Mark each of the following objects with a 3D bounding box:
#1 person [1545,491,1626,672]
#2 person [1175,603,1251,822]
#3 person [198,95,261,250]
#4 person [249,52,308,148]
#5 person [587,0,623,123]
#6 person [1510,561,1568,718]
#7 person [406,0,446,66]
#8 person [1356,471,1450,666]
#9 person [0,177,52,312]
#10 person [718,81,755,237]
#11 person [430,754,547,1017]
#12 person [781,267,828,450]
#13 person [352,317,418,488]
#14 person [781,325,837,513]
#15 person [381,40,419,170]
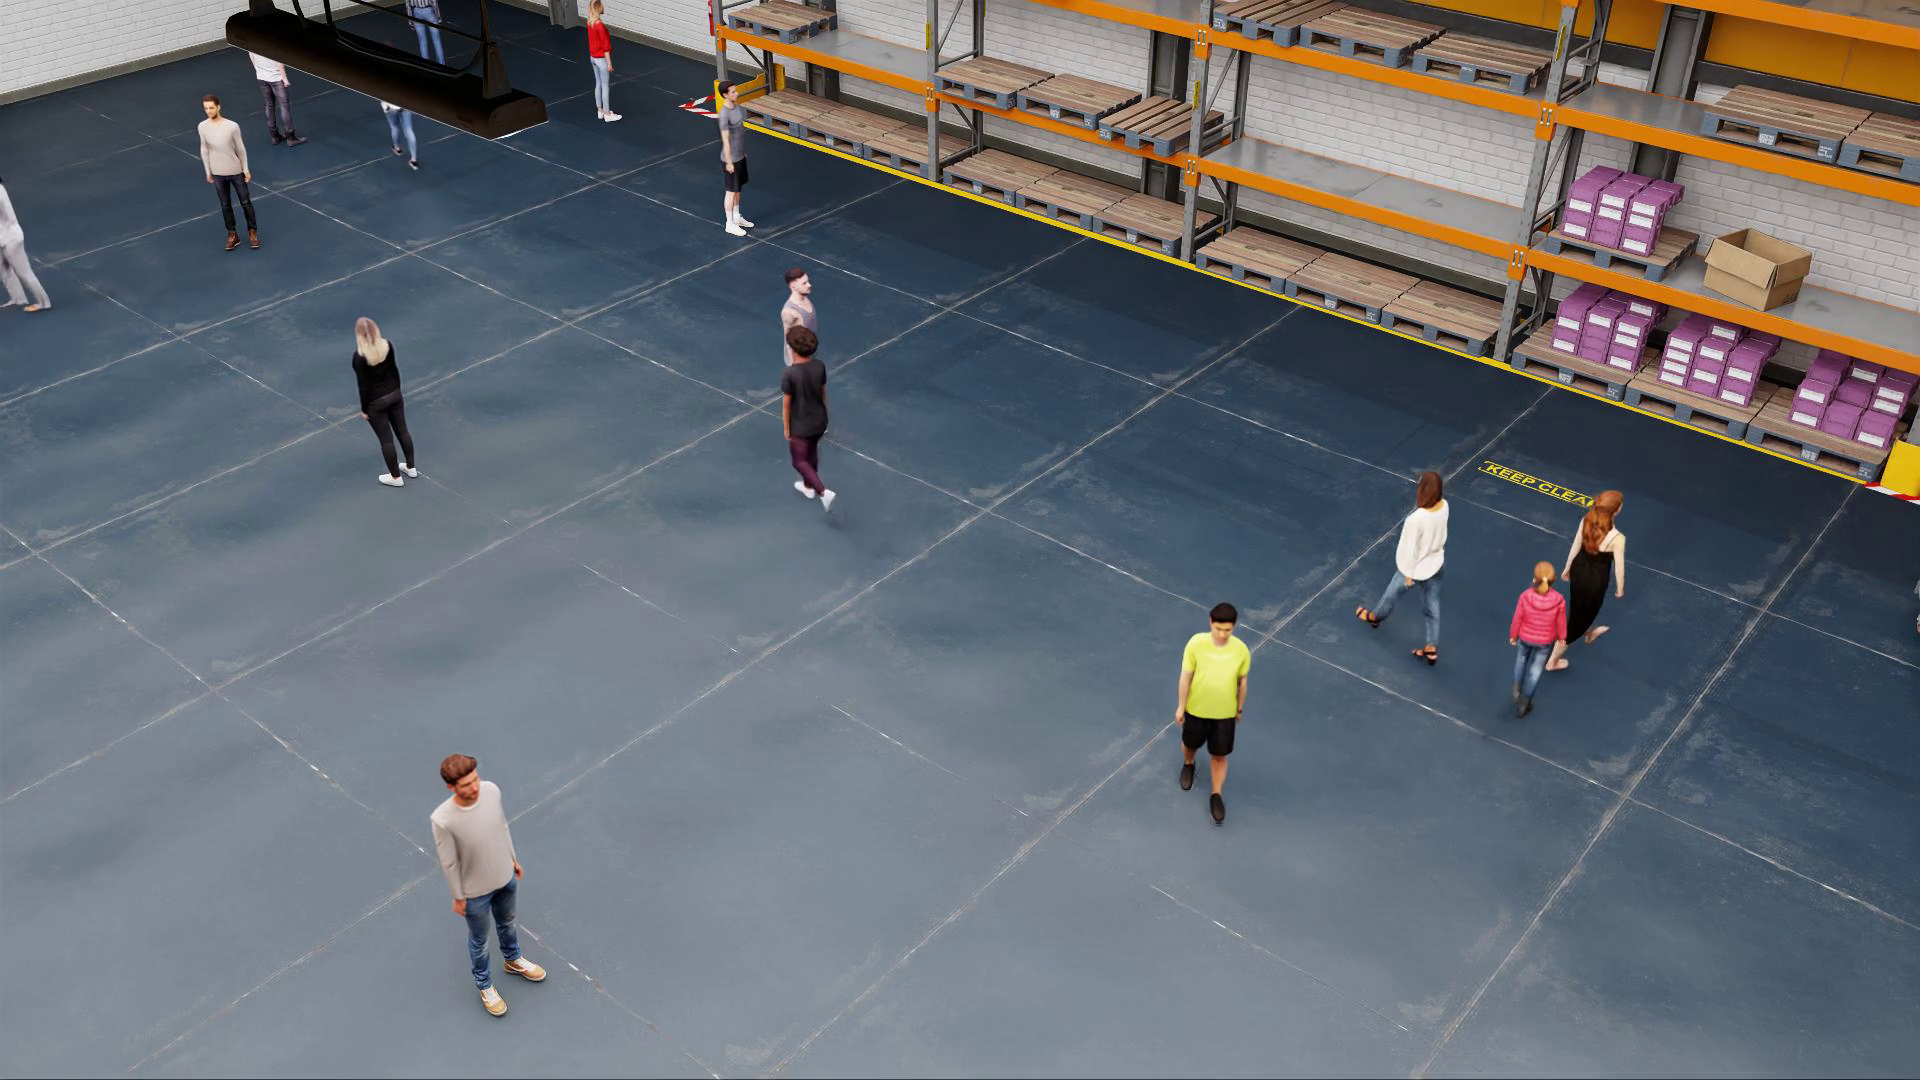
[{"bbox_3d":[4.814,0.346,12.925,0.885,1.593,1.006,-17,37,-23],"label":"person"},{"bbox_3d":[1.743,1.118,11.665,0.895,1.702,0.916,5,34,7],"label":"person"},{"bbox_3d":[-8.717,-4.393,19.807,0.742,1.868,0.785,-5,34,-8],"label":"person"},{"bbox_3d":[-9.416,-6.308,22.720,0.625,1.833,0.780,14,36,20],"label":"person"},{"bbox_3d":[-5.098,-6.805,23.584,0.712,1.705,0.506,-25,41,-32],"label":"person"},{"bbox_3d":[4.319,0.783,12.532,0.509,1.300,0.641,19,38,26],"label":"person"},{"bbox_3d":[-8.044,-7.814,25.020,0.718,1.794,0.758,-6,34,-8],"label":"person"},{"bbox_3d":[3.673,0.252,13.017,0.830,1.648,1.109,-18,38,-25],"label":"person"},{"bbox_3d":[-10.401,-3.327,18.339,0.882,1.717,0.840,-12,35,-17],"label":"person"},{"bbox_3d":[-2.764,-4.672,20.224,0.695,1.871,0.729,8,35,12],"label":"person"},{"bbox_3d":[-2.899,2.041,10.093,0.602,1.905,0.672,21,39,28],"label":"person"},{"bbox_3d":[-1.517,-1.761,15.929,0.731,1.847,0.719,7,34,11],"label":"person"},{"bbox_3d":[-5.294,-1.272,15.276,0.556,1.685,0.621,21,39,29],"label":"person"},{"bbox_3d":[-1.335,-1.056,14.881,0.727,1.763,1.018,-25,41,-32],"label":"person"},{"bbox_3d":[-7.399,-5.721,22.014,0.870,1.636,1.189,-20,38,-27],"label":"person"}]
